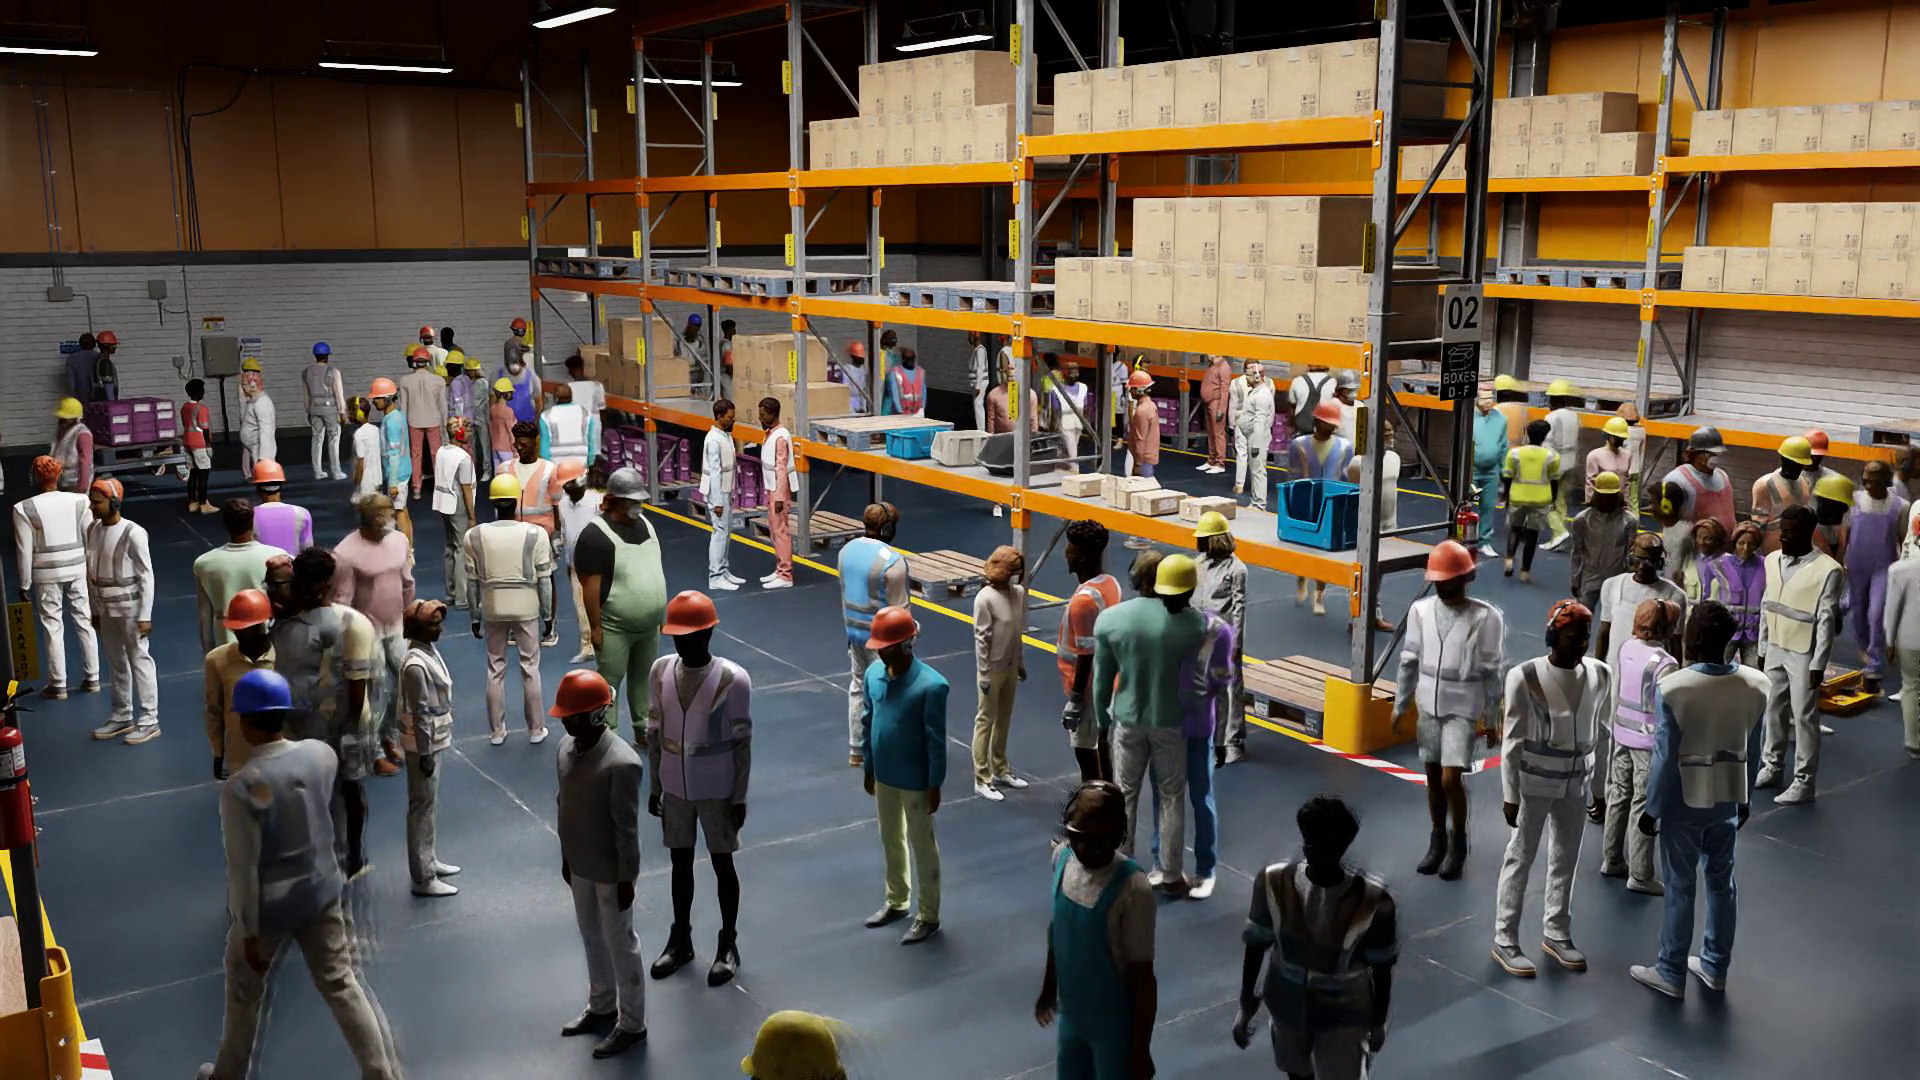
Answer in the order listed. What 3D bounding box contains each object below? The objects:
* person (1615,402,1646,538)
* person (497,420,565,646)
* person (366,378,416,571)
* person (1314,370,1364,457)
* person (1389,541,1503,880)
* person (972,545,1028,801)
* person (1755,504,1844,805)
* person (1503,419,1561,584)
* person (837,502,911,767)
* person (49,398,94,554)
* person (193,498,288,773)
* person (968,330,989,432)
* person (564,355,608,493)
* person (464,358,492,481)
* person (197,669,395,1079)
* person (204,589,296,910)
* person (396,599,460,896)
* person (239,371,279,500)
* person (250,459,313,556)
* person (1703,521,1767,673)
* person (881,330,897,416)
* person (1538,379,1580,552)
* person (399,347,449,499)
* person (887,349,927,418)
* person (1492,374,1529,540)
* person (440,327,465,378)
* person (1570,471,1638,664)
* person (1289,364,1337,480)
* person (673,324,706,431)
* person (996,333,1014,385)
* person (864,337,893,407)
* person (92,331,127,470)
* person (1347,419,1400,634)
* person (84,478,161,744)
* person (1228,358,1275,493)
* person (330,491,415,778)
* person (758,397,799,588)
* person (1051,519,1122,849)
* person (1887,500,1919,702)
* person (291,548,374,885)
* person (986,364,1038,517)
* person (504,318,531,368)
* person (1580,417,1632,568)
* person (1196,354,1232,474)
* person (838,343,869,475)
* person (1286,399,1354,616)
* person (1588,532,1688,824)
[{"bbox_3d":[7.435,-0.723,18.596,0.503,1.632,0.271,-5,12,-26],"label":"person"},{"bbox_3d":[-3.705,-0.059,14.344,0.603,1.966,0.368,1,11,7],"label":"person"},{"bbox_3d":[-5.917,-0.673,17.322,0.405,2.035,0.606,-3,11,-15],"label":"person"},{"bbox_3d":[4.231,-0.846,18.182,0.683,2.000,0.537,-6,12,-27],"label":"person"},{"bbox_3d":[2.691,0.956,9.284,0.470,1.920,0.556,-11,15,-44],"label":"person"},{"bbox_3d":[0.265,0.831,10.646,0.285,1.633,0.499,8,13,35],"label":"person"},{"bbox_3d":[5.293,0.712,10.558,0.397,1.911,0.579,-3,12,-16],"label":"person"},{"bbox_3d":[5.768,-0.393,16.796,0.537,1.680,0.386,6,12,26],"label":"person"},{"bbox_3d":[-0.540,0.654,11.048,0.429,1.836,0.632,-9,14,-40],"label":"person"},{"bbox_3d":[-9.476,-0.634,17.763,0.652,1.780,0.404,7,13,33],"label":"person"},{"bbox_3d":[-4.566,0.684,10.691,0.592,1.911,0.386,-3,12,-16],"label":"person"},{"bbox_3d":[0.290,-2.543,27.292,0.359,1.879,0.586,-1,11,-4],"label":"person"},{"bbox_3d":[-4.851,-1.425,21.481,0.637,1.914,0.917,-4,12,-17],"label":"person"},{"bbox_3d":[-6.771,-1.680,23.244,0.486,1.737,0.313,2,11,11],"label":"person"},{"bbox_3d":[-2.739,1.460,6.803,1.010,1.895,0.587,6,13,28],"label":"person"},{"bbox_3d":[-3.736,1.110,8.914,0.564,1.748,0.339,-2,11,-10],"label":"person"},{"bbox_3d":[-2.925,1.125,9.130,0.312,1.636,0.520,-2,11,-12],"label":"person"},{"bbox_3d":[-8.171,-1.014,19.393,0.402,1.904,0.652,-5,12,-24],"label":"person"},{"bbox_3d":[-5.060,0.361,12.305,0.549,1.927,0.393,-8,13,-34],"label":"person"},{"bbox_3d":[5.372,0.669,11.482,0.525,1.631,0.314,2,11,12],"label":"person"},{"bbox_3d":[-1.160,-2.509,27.190,0.344,1.847,0.505,1,11,6],"label":"person"},{"bbox_3d":[6.547,-0.806,18.288,0.613,1.913,0.414,-8,14,-36],"label":"person"},{"bbox_3d":[-7.028,-1.533,21.851,0.618,1.986,0.408,-3,12,-17],"label":"person"},{"bbox_3d":[-0.705,-1.857,23.997,0.629,1.786,0.988,-5,12,-24],"label":"person"},{"bbox_3d":[6.258,-0.952,19.101,0.595,1.903,0.860,-2,11,-9],"label":"person"},{"bbox_3d":[-8.217,-2.500,27.000,0.587,1.910,0.398,9,14,39],"label":"person"},{"bbox_3d":[5.028,0.317,13.027,0.487,1.737,0.358,2,11,12],"label":"person"},{"bbox_3d":[4.556,-1.474,21.397,0.693,2.000,0.794,4,12,20],"label":"person"},{"bbox_3d":[-4.680,-2.811,28.769,0.579,1.833,0.816,-2,11,-11],"label":"person"},{"bbox_3d":[0.779,-2.579,27.586,0.388,1.838,0.565,2,11,10],"label":"person"},{"bbox_3d":[-1.295,-2.275,26.048,0.513,1.830,0.688,-6,12,-27],"label":"person"},{"bbox_3d":[-12.396,-2.029,24.265,0.415,2.035,0.609,-8,14,-37],"label":"person"},{"bbox_3d":[3.665,-0.115,14.700,0.636,1.938,0.358,-9,14,-39],"label":"person"},{"bbox_3d":[-5.911,0.499,11.706,0.574,1.883,0.361,6,12,26],"label":"person"},{"bbox_3d":[3.888,-1.535,22.234,0.623,1.839,0.429,0,11,1],"label":"person"},{"bbox_3d":[-3.824,0.626,10.956,0.441,1.917,0.665,7,13,32],"label":"person"},{"bbox_3d":[-1.822,-0.480,16.660,0.401,1.909,0.599,-3,12,-16],"label":"person"},{"bbox_3d":[0.744,0.847,9.708,0.367,1.966,0.604,4,12,19],"label":"person"},{"bbox_3d":[7.316,0.344,12.475,0.403,1.897,0.653,-4,12,-19],"label":"person"},{"bbox_3d":[-3.463,0.995,9.025,0.607,1.934,0.631,2,11,11],"label":"person"},{"bbox_3d":[0.643,-1.215,20.456,0.639,1.899,0.398,-1,11,-6],"label":"person"},{"bbox_3d":[-7.350,-2.711,27.840,0.622,1.994,0.381,7,13,33],"label":"person"},{"bbox_3d":[6.325,-0.325,16.227,0.523,1.766,0.320,-4,12,-21],"label":"person"},{"bbox_3d":[3.663,-1.915,23.996,0.408,1.909,0.638,-2,11,-11],"label":"person"},{"bbox_3d":[-1.530,-1.896,23.968,0.678,1.893,0.547,5,12,25],"label":"person"},{"bbox_3d":[3.346,-0.310,15.468,0.629,2.031,0.477,1,11,7],"label":"person"},{"bbox_3d":[4.087,0.845,10.056,0.509,1.838,0.344,9,14,40],"label":"person"}]
